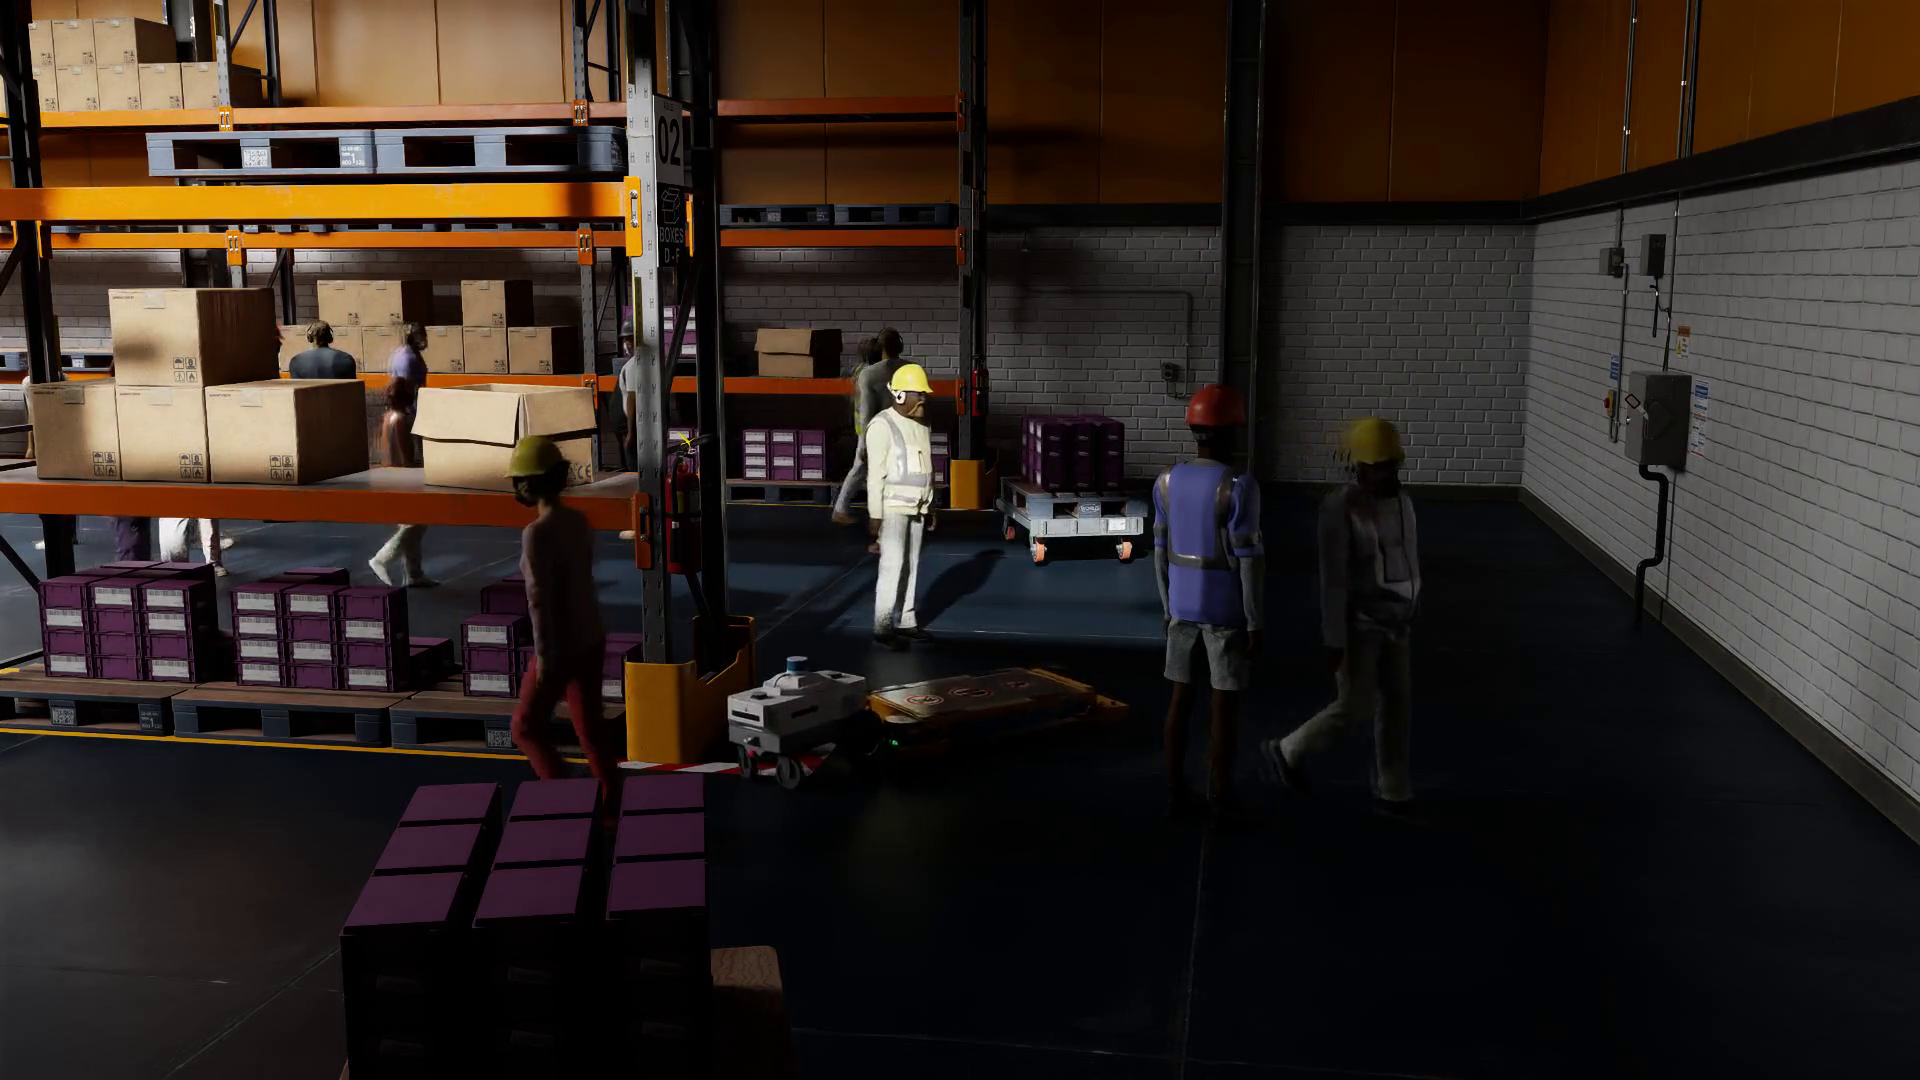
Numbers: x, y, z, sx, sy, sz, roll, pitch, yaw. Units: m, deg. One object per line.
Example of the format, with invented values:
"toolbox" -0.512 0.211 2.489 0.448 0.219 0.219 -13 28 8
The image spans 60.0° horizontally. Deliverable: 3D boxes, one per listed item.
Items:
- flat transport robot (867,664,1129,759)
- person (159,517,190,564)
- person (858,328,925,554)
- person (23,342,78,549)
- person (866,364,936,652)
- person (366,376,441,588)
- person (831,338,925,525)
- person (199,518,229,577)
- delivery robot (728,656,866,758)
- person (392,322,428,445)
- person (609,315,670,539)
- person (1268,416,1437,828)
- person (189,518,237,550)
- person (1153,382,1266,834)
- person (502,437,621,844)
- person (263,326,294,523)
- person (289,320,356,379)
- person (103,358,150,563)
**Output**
"flat transport robot" 0.124 0.878 8.713 1.431 0.197 0.652 -6 11 -32
"person" -5.893 -0.540 12.521 0.352 1.883 0.576 -6 11 -34
"person" -0.585 -0.839 14.213 0.629 1.937 0.376 -5 11 -30
"person" -7.950 -0.836 14.514 0.402 1.847 0.522 1 9 8
"person" -0.361 -0.214 10.693 0.403 1.825 0.610 6 11 33
"person" -4.222 -0.423 12.559 0.466 1.624 0.539 -4 10 -25
"person" -0.790 -1.017 15.781 0.975 1.793 0.646 1 9 9
"person" -6.050 -0.682 13.052 0.612 1.997 0.376 -7 11 -35
"delivery robot" -0.780 0.804 8.005 0.477 0.478 0.707 7 12 38
"person" -5.547 -1.295 17.171 1.011 1.885 0.634 0 9 0
"person" -2.912 -1.034 15.102 0.536 2.000 0.687 2 9 9
"person" 1.728 0.346 7.266 0.609 1.807 0.673 -9 13 -43
"person" -6.677 -0.807 14.534 0.956 1.782 0.682 7 11 36
"person" 1.086 0.294 7.173 0.545 1.941 0.350 9 13 44
"person" -1.653 0.441 6.892 0.467 1.735 0.533 2 9 10
"person" -6.649 -1.136 16.040 0.375 1.941 0.547 -5 10 -27
"person" -6.224 -1.180 16.322 0.627 1.940 0.373 -5 10 -27
"person" -5.451 -0.280 10.918 0.396 1.888 0.675 -7 11 -36
